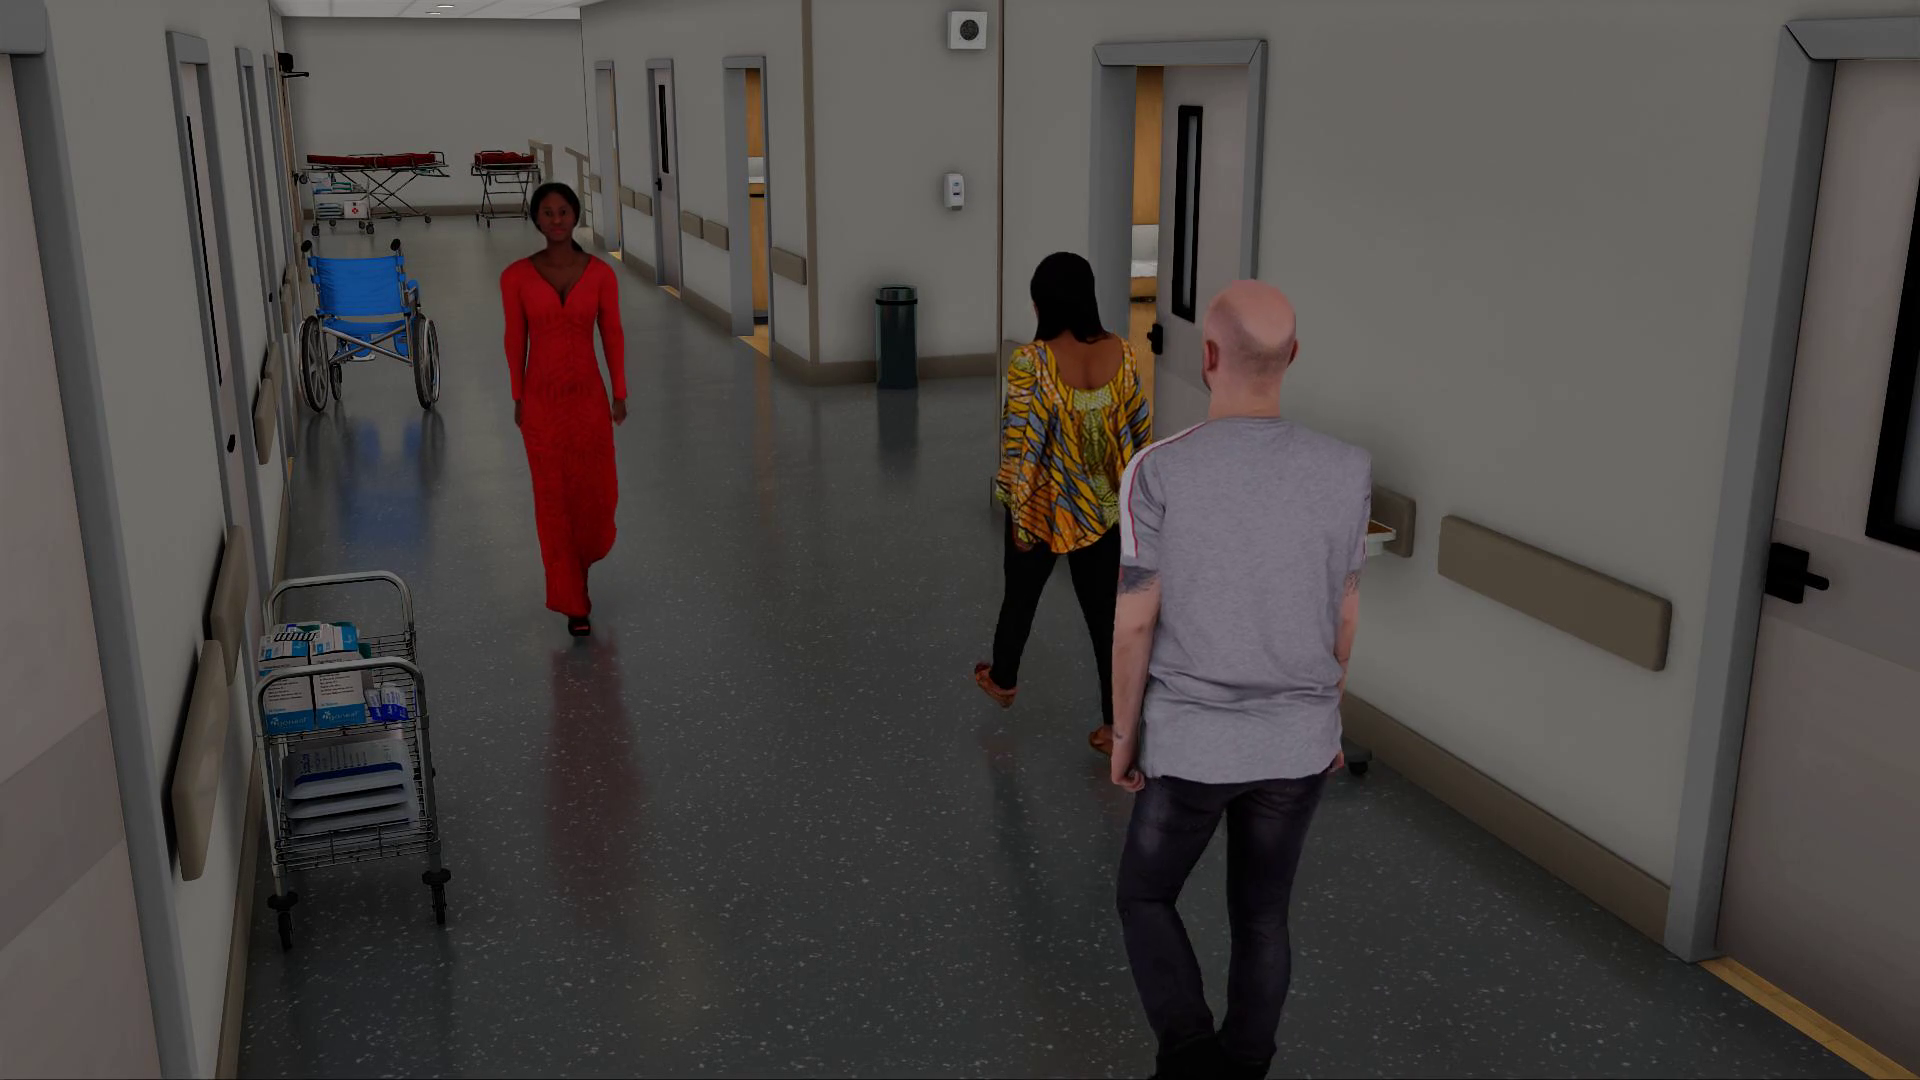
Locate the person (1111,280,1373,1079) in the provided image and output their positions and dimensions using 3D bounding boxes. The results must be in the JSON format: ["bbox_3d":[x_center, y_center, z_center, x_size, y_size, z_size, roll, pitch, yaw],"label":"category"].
[{"bbox_3d":[0.553,0.433,3.201,0.762,1.818,0.932,-2,16,-8],"label":"person"}]

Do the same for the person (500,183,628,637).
[{"bbox_3d":[-1.579,-0.528,6.702,0.628,1.768,0.983,-5,16,-17],"label":"person"}]

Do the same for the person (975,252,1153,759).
[{"bbox_3d":[0.391,-0.058,5.328,0.794,1.608,1.072,-8,18,-27],"label":"person"}]
